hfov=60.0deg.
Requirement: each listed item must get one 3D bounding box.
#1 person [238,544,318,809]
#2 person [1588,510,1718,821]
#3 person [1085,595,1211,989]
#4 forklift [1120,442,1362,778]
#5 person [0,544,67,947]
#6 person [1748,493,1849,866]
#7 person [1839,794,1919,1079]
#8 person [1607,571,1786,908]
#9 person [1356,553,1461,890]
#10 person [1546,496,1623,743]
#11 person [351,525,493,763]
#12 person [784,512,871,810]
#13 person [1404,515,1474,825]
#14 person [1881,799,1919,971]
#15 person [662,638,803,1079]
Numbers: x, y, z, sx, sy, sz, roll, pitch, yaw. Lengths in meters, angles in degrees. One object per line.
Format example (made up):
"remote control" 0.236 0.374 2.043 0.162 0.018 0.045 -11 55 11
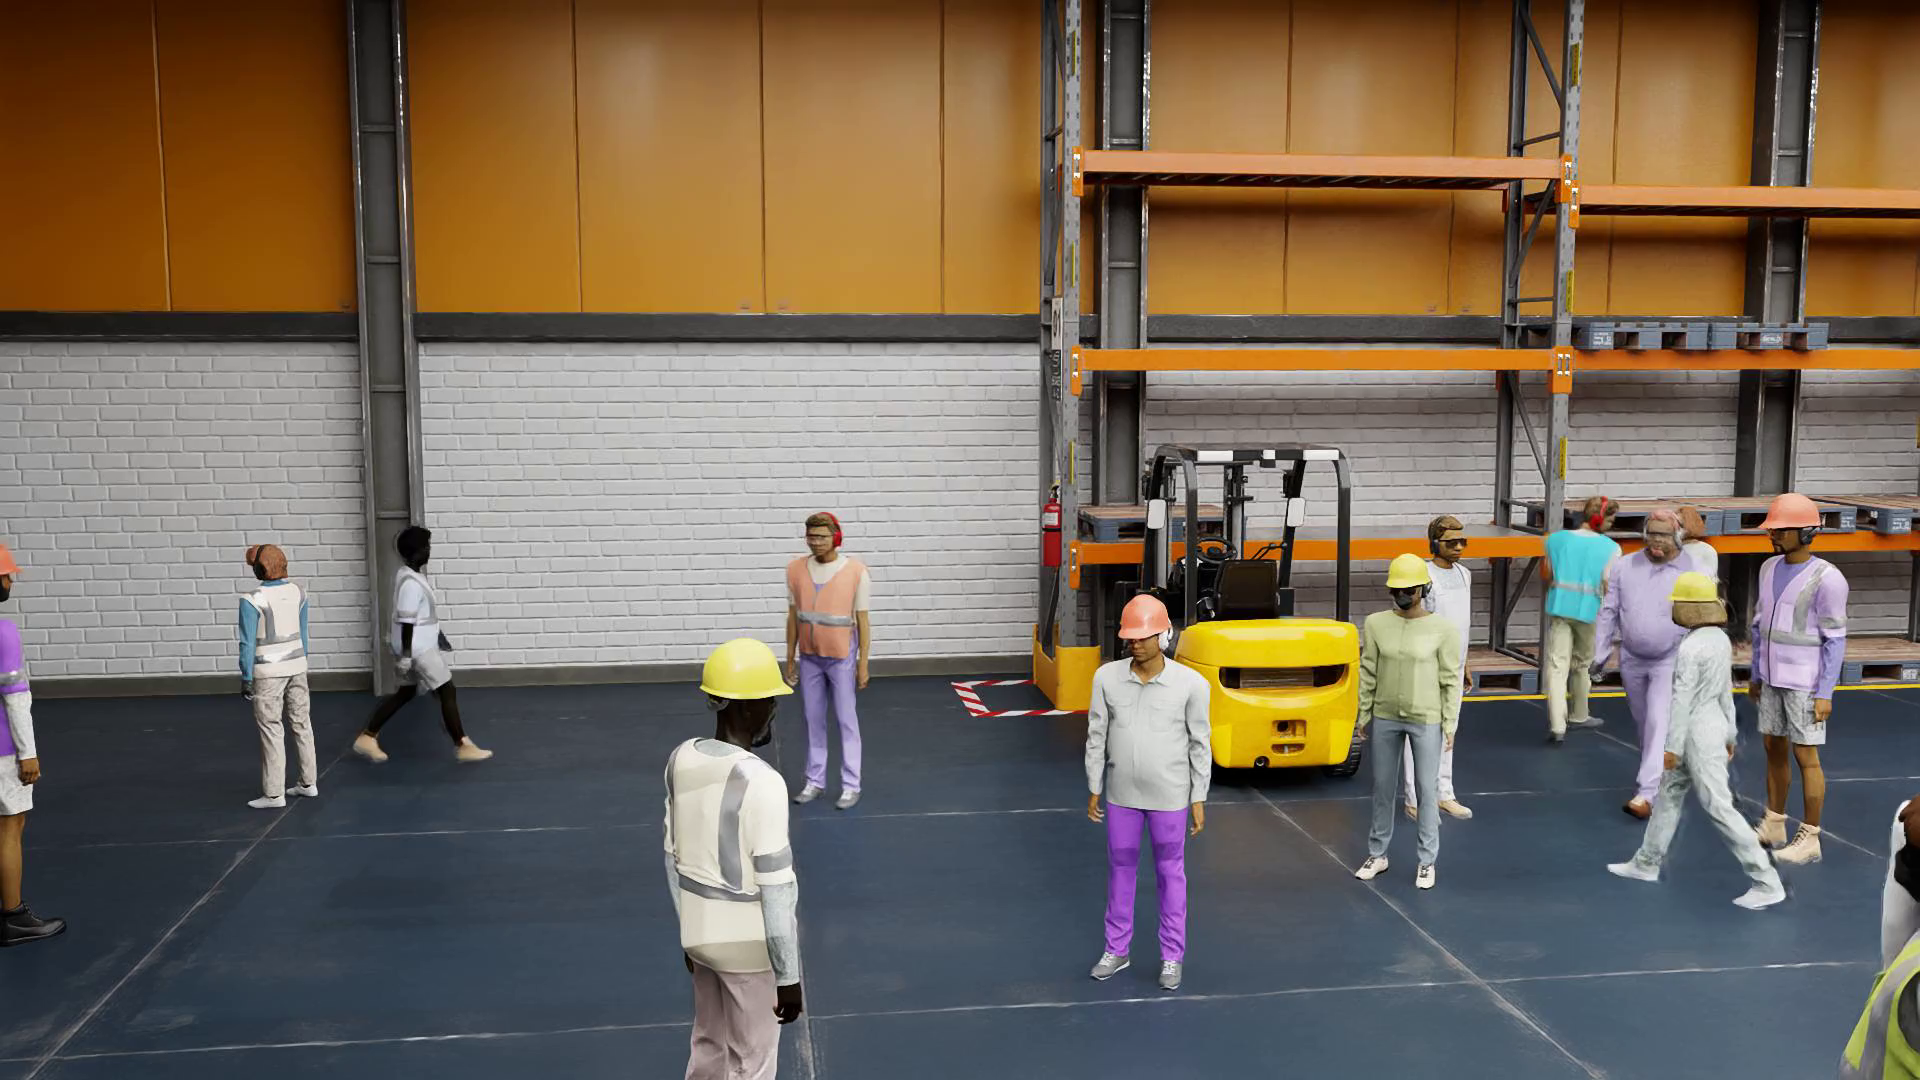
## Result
"person" -4.228 0.837 10.291 0.318 1.631 0.514 3 7 23
"person" 4.197 0.743 10.129 0.994 1.856 0.639 -6 9 -44
"person" 0.819 1.107 7.373 0.572 1.749 0.341 3 7 23
"forklift" 1.912 0.418 11.496 1.214 2.155 2.313 -1 7 -8
"person" -4.581 0.954 7.903 0.545 1.942 0.349 3 7 26
"person" 4.556 0.760 9.154 0.394 2.042 0.611 -1 7 -12
"person" 2.248 1.470 3.819 0.429 1.844 0.621 6 9 41
"person" 3.826 1.004 8.528 0.917 1.691 0.490 6 9 41
"person" 2.344 0.946 8.732 0.529 1.767 0.329 4 8 31
"person" 4.480 0.565 11.986 0.564 1.783 0.888 4 8 34
"person" -3.706 0.714 11.313 0.882 1.639 0.522 -3 7 -23
"person" -0.806 0.733 10.296 0.565 1.837 0.387 3 7 24
"person" 2.866 0.770 9.927 0.513 1.845 0.335 -4 8 -34
"person" 2.961 1.350 4.737 0.601 1.860 0.755 6 9 42
"person" -0.693 1.263 5.253 0.367 1.926 0.594 -6 9 -42
